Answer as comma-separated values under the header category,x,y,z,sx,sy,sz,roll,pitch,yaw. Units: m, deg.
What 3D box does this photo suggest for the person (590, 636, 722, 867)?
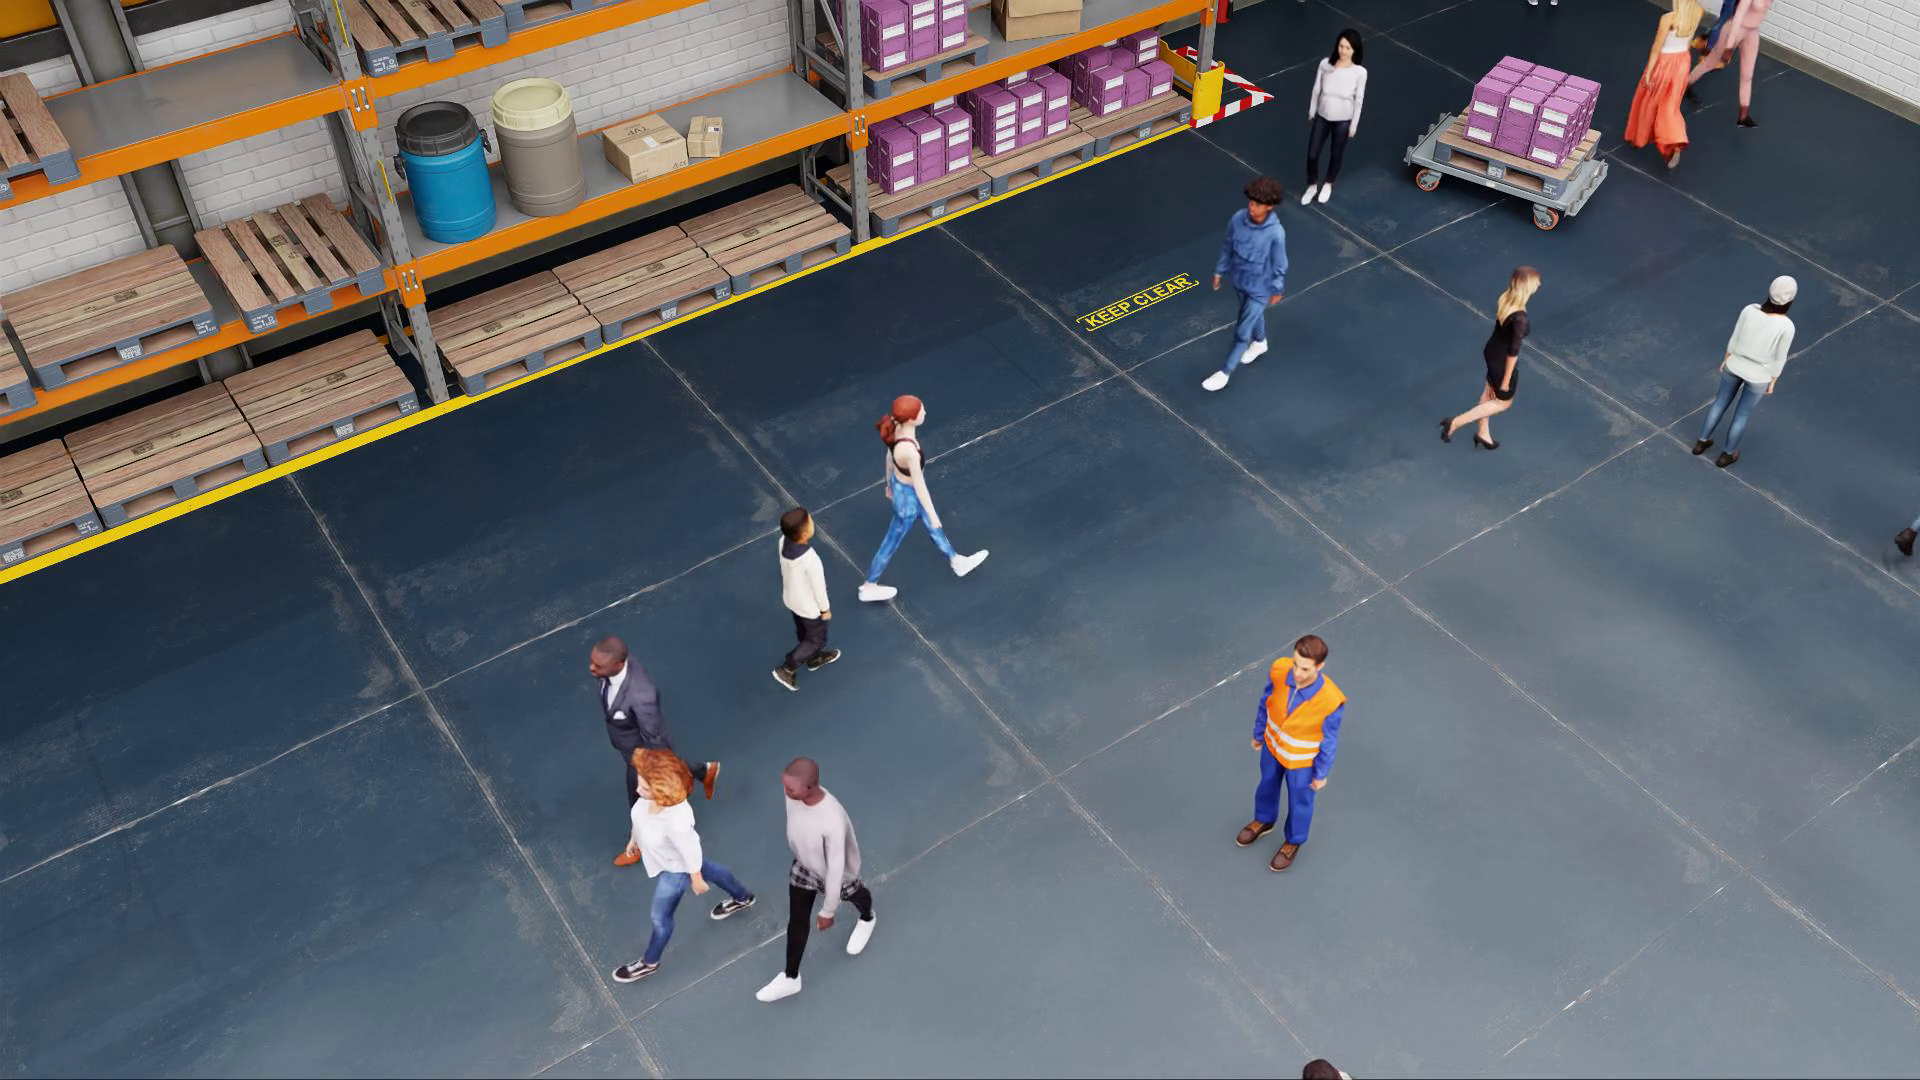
category,x,y,z,sx,sy,sz,roll,pitch,yaw
person,-1.773,1.153,9.629,1.029,1.794,0.723,-25,49,-24

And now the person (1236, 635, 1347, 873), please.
category,x,y,z,sx,sy,sz,roll,pitch,yaw
person,1.914,1.196,9.534,0.733,1.864,0.689,31,52,28

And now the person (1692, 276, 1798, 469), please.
category,x,y,z,sx,sy,sz,roll,pitch,yaw
person,5.821,-1.253,12.263,0.515,1.645,0.587,-32,52,-29

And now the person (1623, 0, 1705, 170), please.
category,x,y,z,sx,sy,sz,roll,pitch,yaw
person,6.579,-4.279,15.345,1.099,1.775,0.944,-9,44,-10

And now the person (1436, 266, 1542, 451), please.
category,x,y,z,sx,sy,sz,roll,pitch,yaw
person,3.922,-1.299,12.296,0.888,1.666,0.782,-2,44,-2

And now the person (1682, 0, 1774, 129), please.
category,x,y,z,sx,sy,sz,roll,pitch,yaw
person,7.419,-4.839,16.021,1.165,1.654,0.737,-25,49,-24

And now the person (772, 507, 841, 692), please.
category,x,y,z,sx,sy,sz,roll,pitch,yaw
person,-1.041,0.400,10.671,0.763,1.448,0.585,-27,50,-25

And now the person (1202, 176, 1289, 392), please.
category,x,y,z,sx,sy,sz,roll,pitch,yaw
person,2.344,-2.063,13.022,1.138,1.772,0.743,-30,51,-28

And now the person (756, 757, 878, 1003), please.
category,x,y,z,sx,sy,sz,roll,pitch,yaw
person,-0.658,1.724,9.078,0.861,1.728,1.183,27,50,25

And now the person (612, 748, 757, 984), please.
category,x,y,z,sx,sy,sz,roll,pitch,yaw
person,-1.472,1.694,9.154,1.191,1.667,0.795,-17,46,-17

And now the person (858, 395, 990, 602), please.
category,x,y,z,sx,sy,sz,roll,pitch,yaw
person,-0.436,-0.217,11.112,1.253,1.733,0.859,-12,45,-12

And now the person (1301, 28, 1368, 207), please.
category,x,y,z,sx,sy,sz,roll,pitch,yaw
person,3.395,-3.825,14.932,0.751,1.688,0.784,17,46,17
